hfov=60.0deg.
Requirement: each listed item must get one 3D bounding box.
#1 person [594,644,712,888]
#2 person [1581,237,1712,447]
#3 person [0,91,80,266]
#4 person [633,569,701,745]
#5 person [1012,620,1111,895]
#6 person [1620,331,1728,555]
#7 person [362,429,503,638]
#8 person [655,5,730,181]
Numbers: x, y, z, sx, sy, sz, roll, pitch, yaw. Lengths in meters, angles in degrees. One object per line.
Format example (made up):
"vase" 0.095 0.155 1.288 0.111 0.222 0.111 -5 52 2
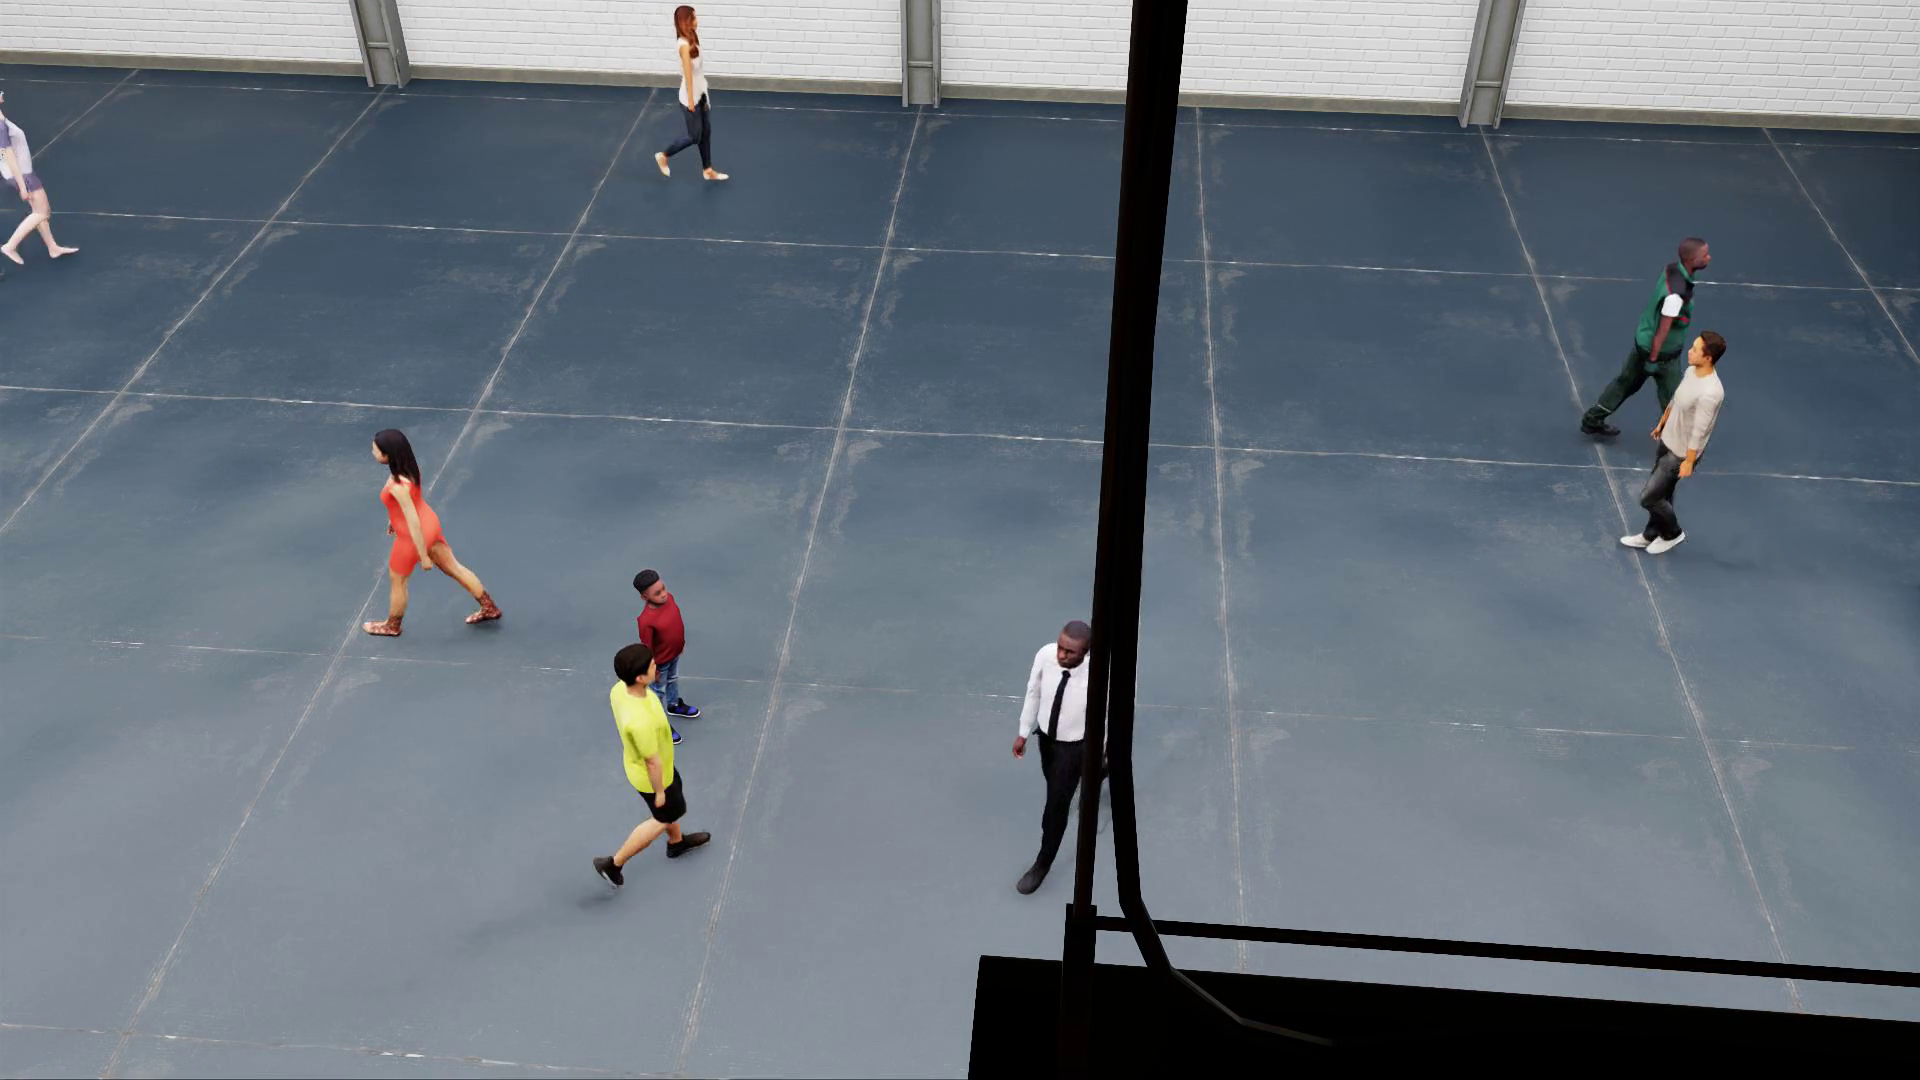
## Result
"person" -1.795 1.279 9.263 1.060 1.690 0.925 -19 42 -22
"person" 5.217 -1.475 12.634 1.231 1.787 0.839 9 40 11
"person" -8.498 -3.251 14.886 0.935 1.751 0.879 -28 47 -31
"person" -1.861 0.689 10.350 0.565 1.256 0.558 14 41 17
"person" 0.648 1.091 9.413 1.268 1.797 1.160 26 45 29
"person" 5.100 -0.642 11.576 0.637 1.805 0.684 4 39 5
"person" -3.459 -0.020 10.905 1.187 1.670 0.744 -3 39 -4
"person" -2.690 -4.319 16.209 0.931 1.769 0.606 1 39 2
